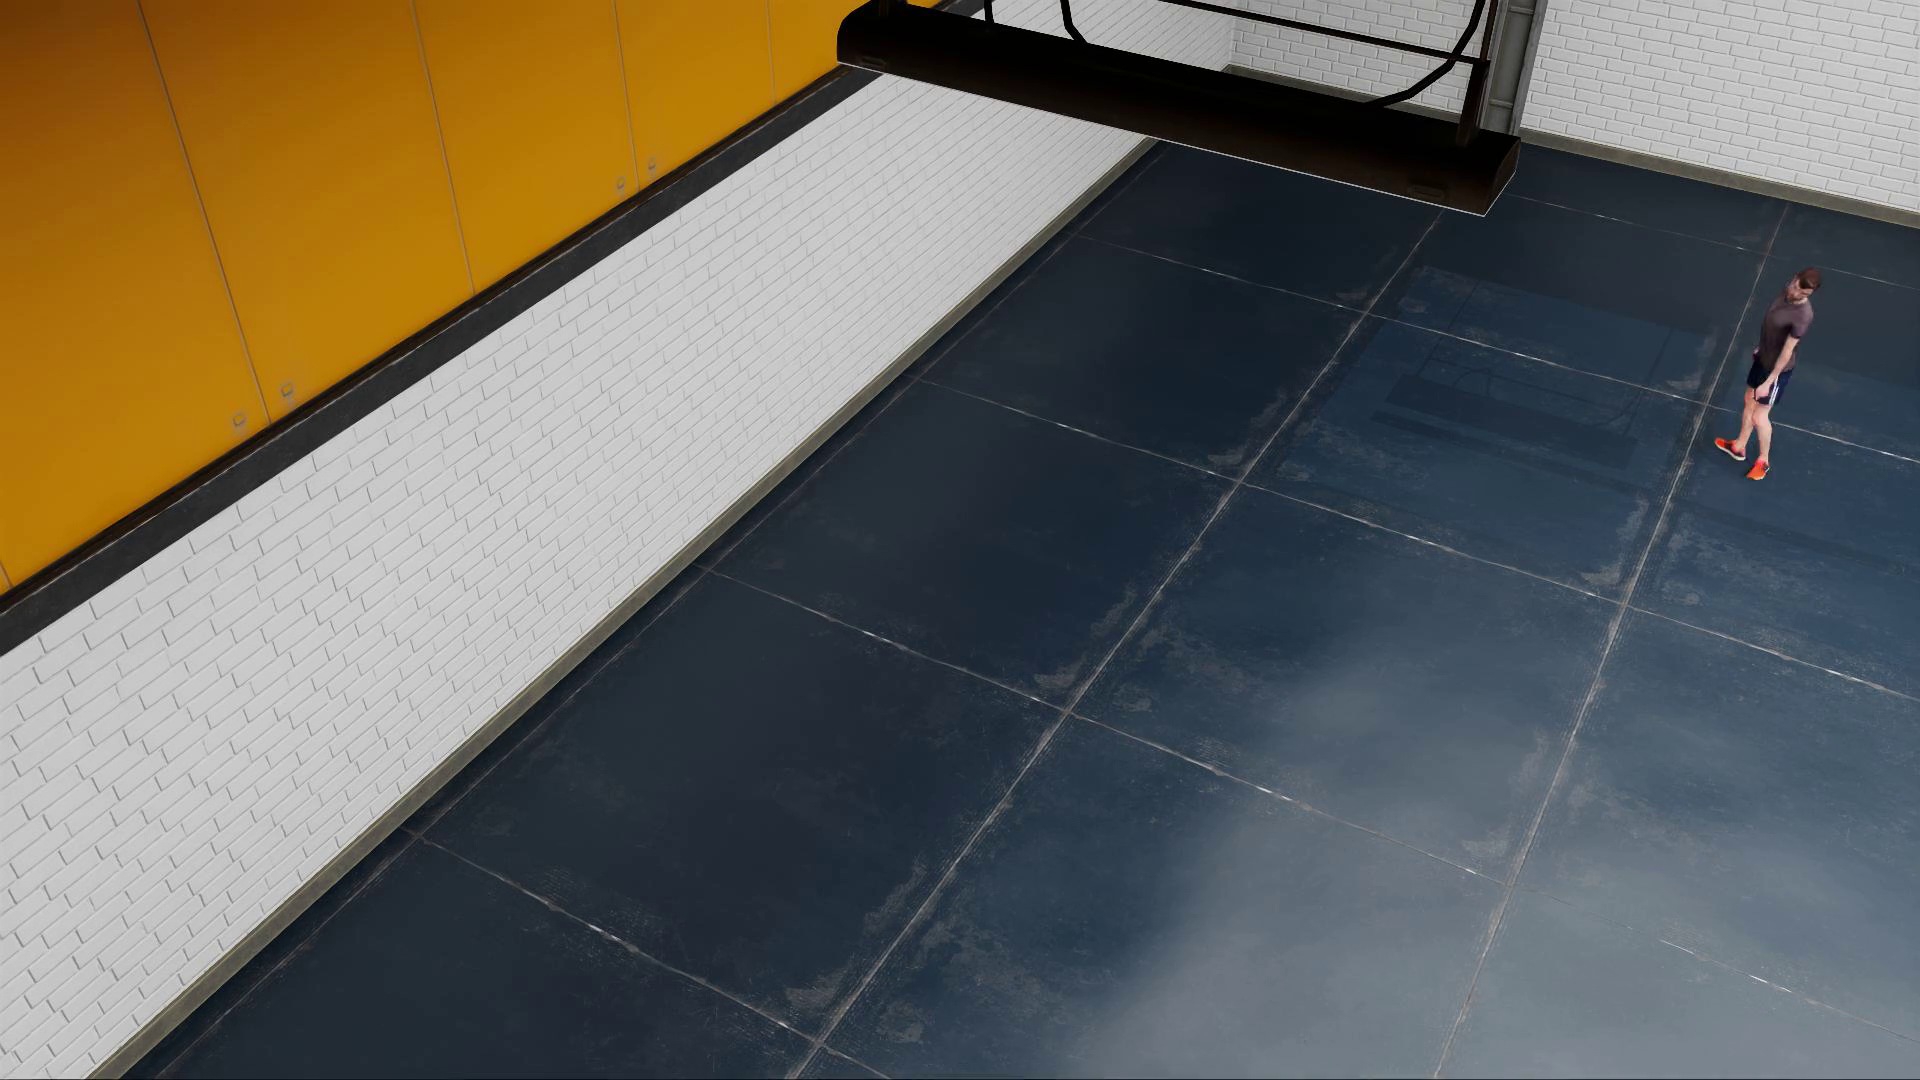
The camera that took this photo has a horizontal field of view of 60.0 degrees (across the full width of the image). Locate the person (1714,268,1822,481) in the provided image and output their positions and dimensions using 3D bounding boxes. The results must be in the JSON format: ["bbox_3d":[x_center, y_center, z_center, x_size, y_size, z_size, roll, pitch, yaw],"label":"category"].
[{"bbox_3d":[6.299,-1.381,12.910,0.766,1.830,0.844,15,41,18],"label":"person"}]
